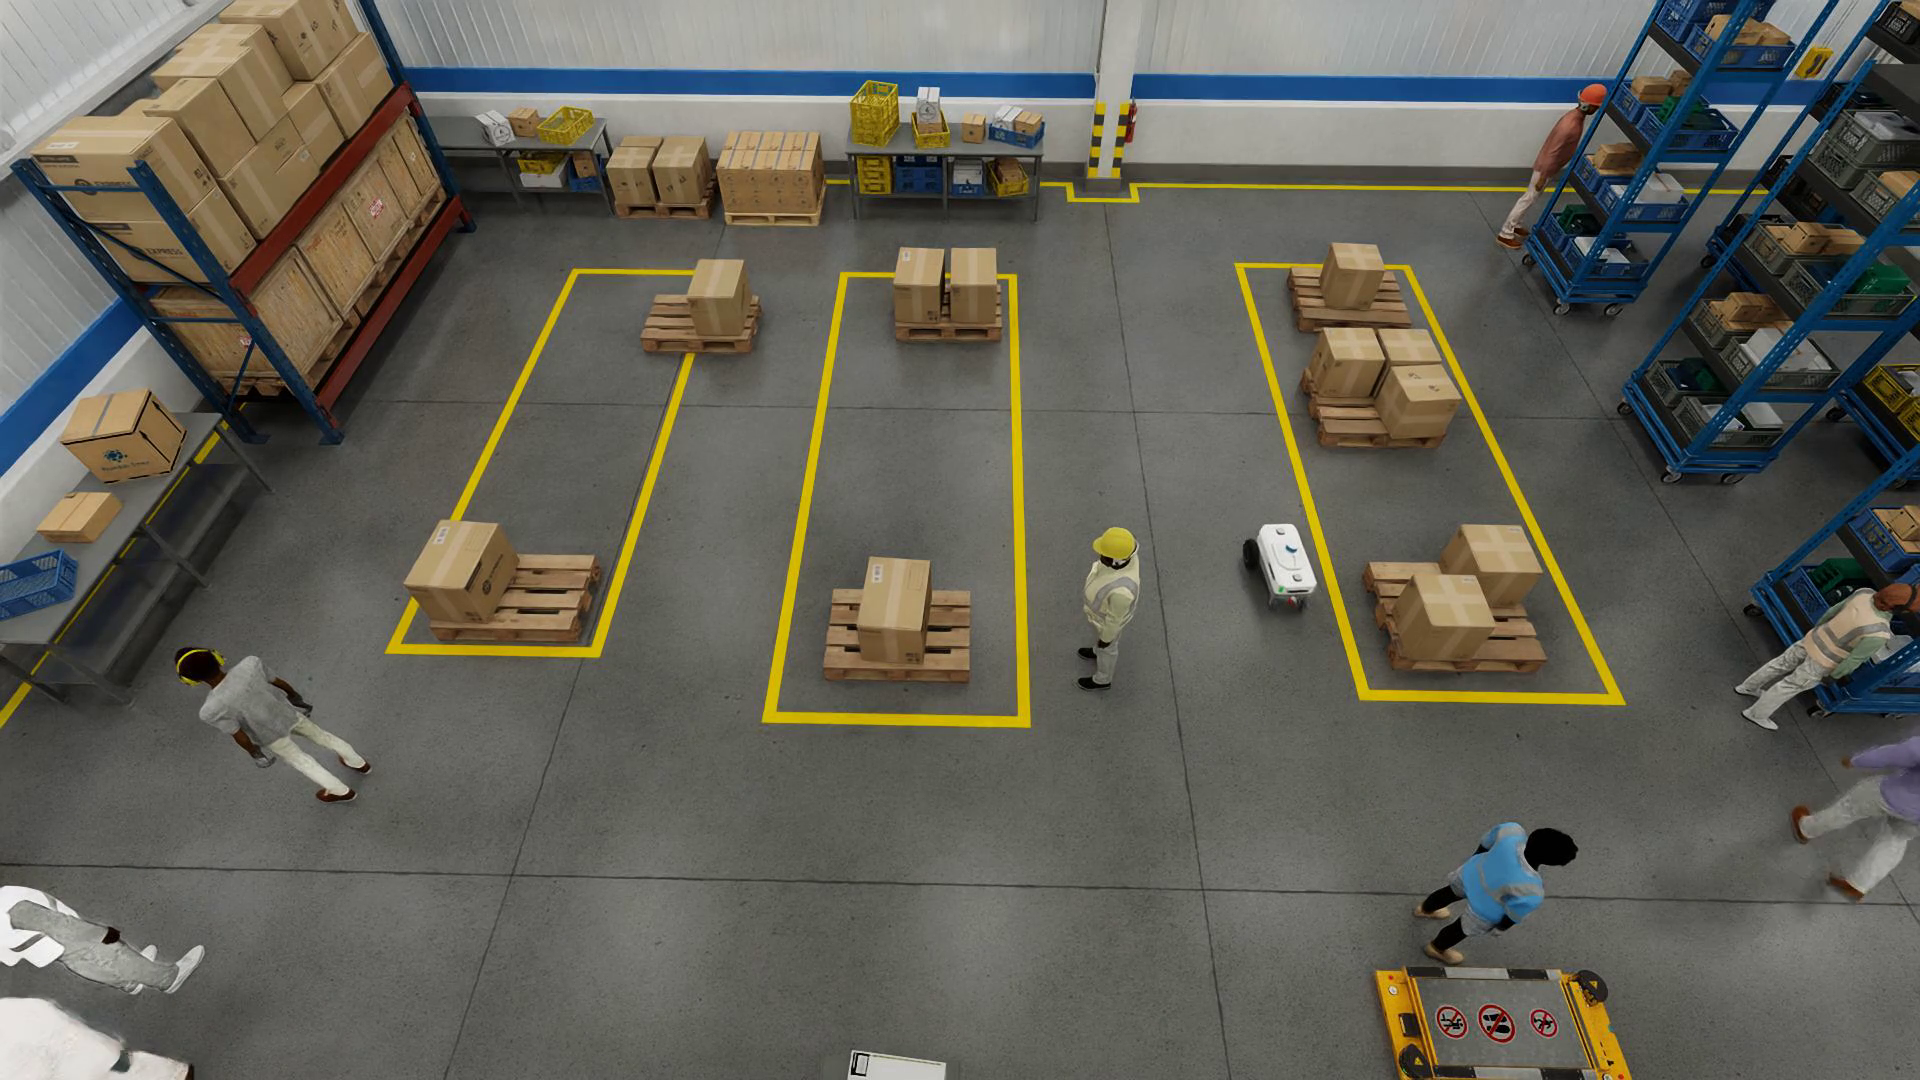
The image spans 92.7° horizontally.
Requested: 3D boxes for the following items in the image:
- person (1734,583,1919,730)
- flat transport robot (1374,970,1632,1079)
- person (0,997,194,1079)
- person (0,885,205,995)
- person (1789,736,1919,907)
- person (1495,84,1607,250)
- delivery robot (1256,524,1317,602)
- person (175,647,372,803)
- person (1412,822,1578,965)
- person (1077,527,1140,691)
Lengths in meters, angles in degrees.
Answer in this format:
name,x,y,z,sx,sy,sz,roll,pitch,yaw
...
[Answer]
name,x,y,z,sx,sy,sz,roll,pitch,yaw
person,6.514,0.848,6.900,0.310,1.637,0.523,14,52,11
flat transport robot,3.501,3.133,5.914,1.431,0.197,0.652,1,51,1
person,-5.041,2.878,5.086,0.698,1.893,0.430,-10,51,-8
person,-5.434,2.362,5.488,0.591,1.919,0.392,1,51,1
person,6.222,1.725,6.009,0.673,1.916,0.832,24,55,18
person,7.122,-4.478,11.024,0.415,1.985,0.611,32,58,24
delivery robot,2.869,0.190,8.073,0.477,0.478,0.707,-3,51,-2
person,-4.766,1.303,6.385,0.319,1.865,0.521,9,51,7
person,3.319,2.207,5.754,0.317,1.696,0.540,3,51,3
person,1.131,0.525,7.046,0.403,1.825,0.589,4,51,3
